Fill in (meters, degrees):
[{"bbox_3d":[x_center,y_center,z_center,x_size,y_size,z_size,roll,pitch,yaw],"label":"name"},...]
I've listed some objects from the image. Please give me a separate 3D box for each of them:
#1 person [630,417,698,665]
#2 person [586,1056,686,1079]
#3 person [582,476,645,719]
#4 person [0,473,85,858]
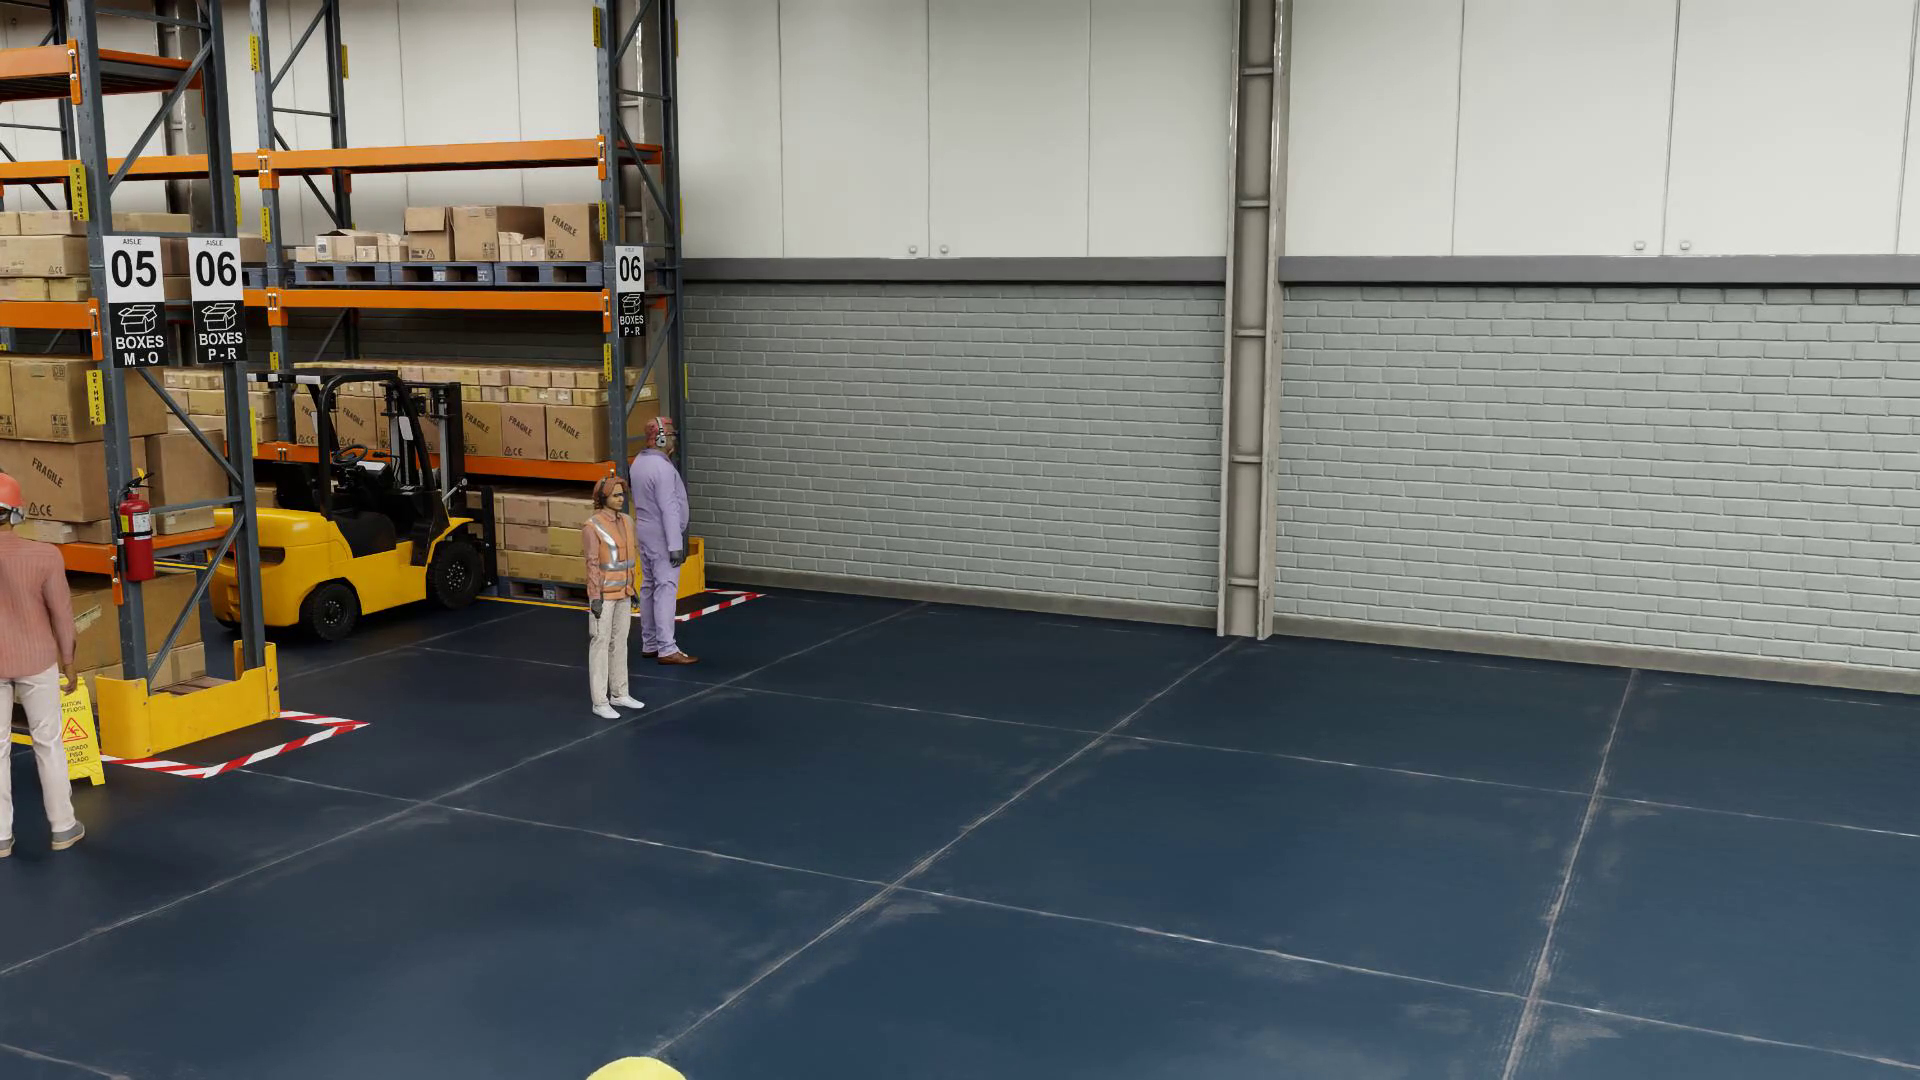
[{"bbox_3d":[-2.284,0.004,12.814,0.409,1.909,0.642,-6,11,-32],"label":"person"},{"bbox_3d":[-0.536,1.698,2.745,0.632,1.792,0.735,1,9,4],"label":"person"},{"bbox_3d":[-2.370,0.381,11.315,0.307,1.641,0.513,4,10,21],"label":"person"},{"bbox_3d":[-4.901,0.644,8.611,0.608,1.996,0.379,-4,10,-22],"label":"person"}]
